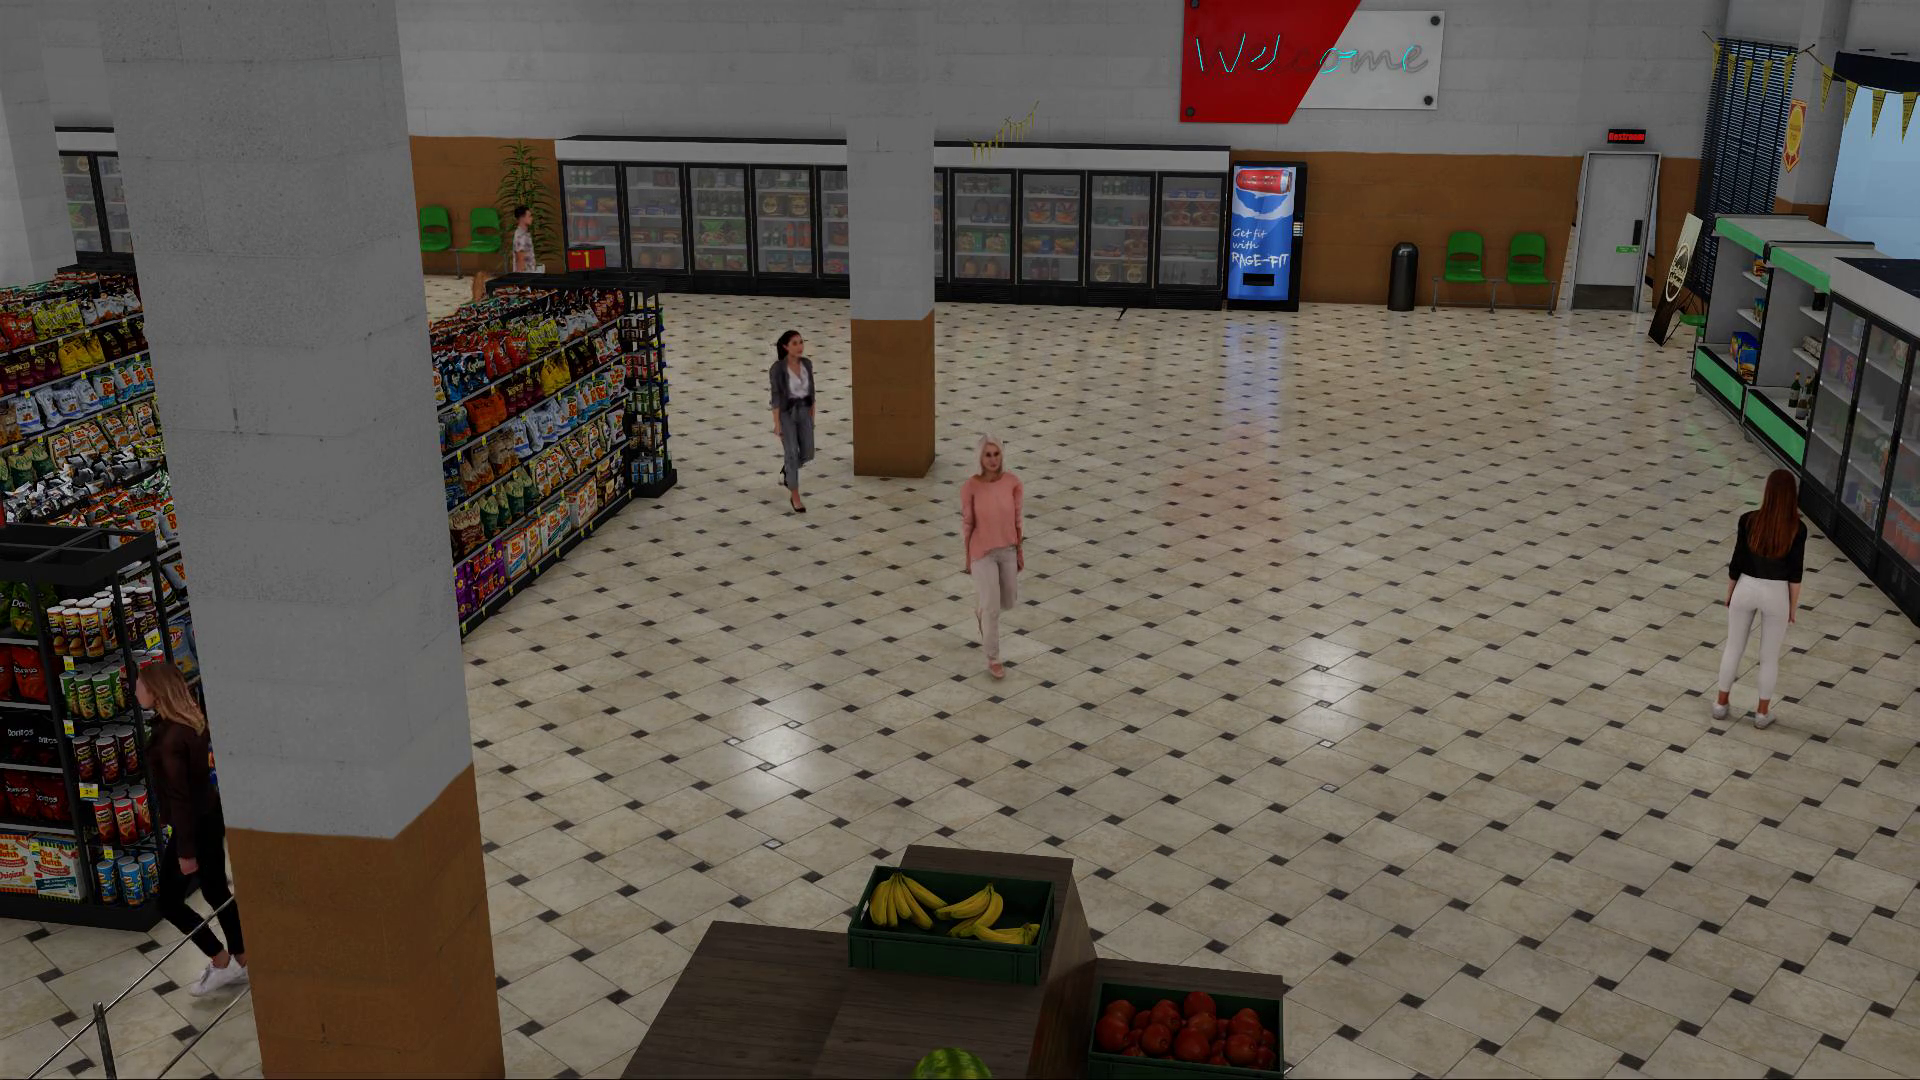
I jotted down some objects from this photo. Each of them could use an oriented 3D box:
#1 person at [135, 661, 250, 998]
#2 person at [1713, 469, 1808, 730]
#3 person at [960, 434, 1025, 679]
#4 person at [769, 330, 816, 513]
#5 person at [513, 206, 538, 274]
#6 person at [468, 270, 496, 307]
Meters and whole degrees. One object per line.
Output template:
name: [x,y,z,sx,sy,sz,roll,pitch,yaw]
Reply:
person: [-3.503,1.361,7.812,0.755,1.691,0.609,-4,19,-11]
person: [5.171,0.373,10.733,0.661,1.697,0.665,13,23,34]
person: [0.213,0.076,11.608,0.875,1.702,1.027,-6,20,-18]
person: [-1.561,-1.095,15.137,0.866,1.665,0.922,-13,23,-34]
person: [-5.868,-3.505,22.118,1.052,1.772,1.170,-4,19,-13]
person: [-5.230,-2.116,18.223,0.976,1.627,1.118,13,23,34]
